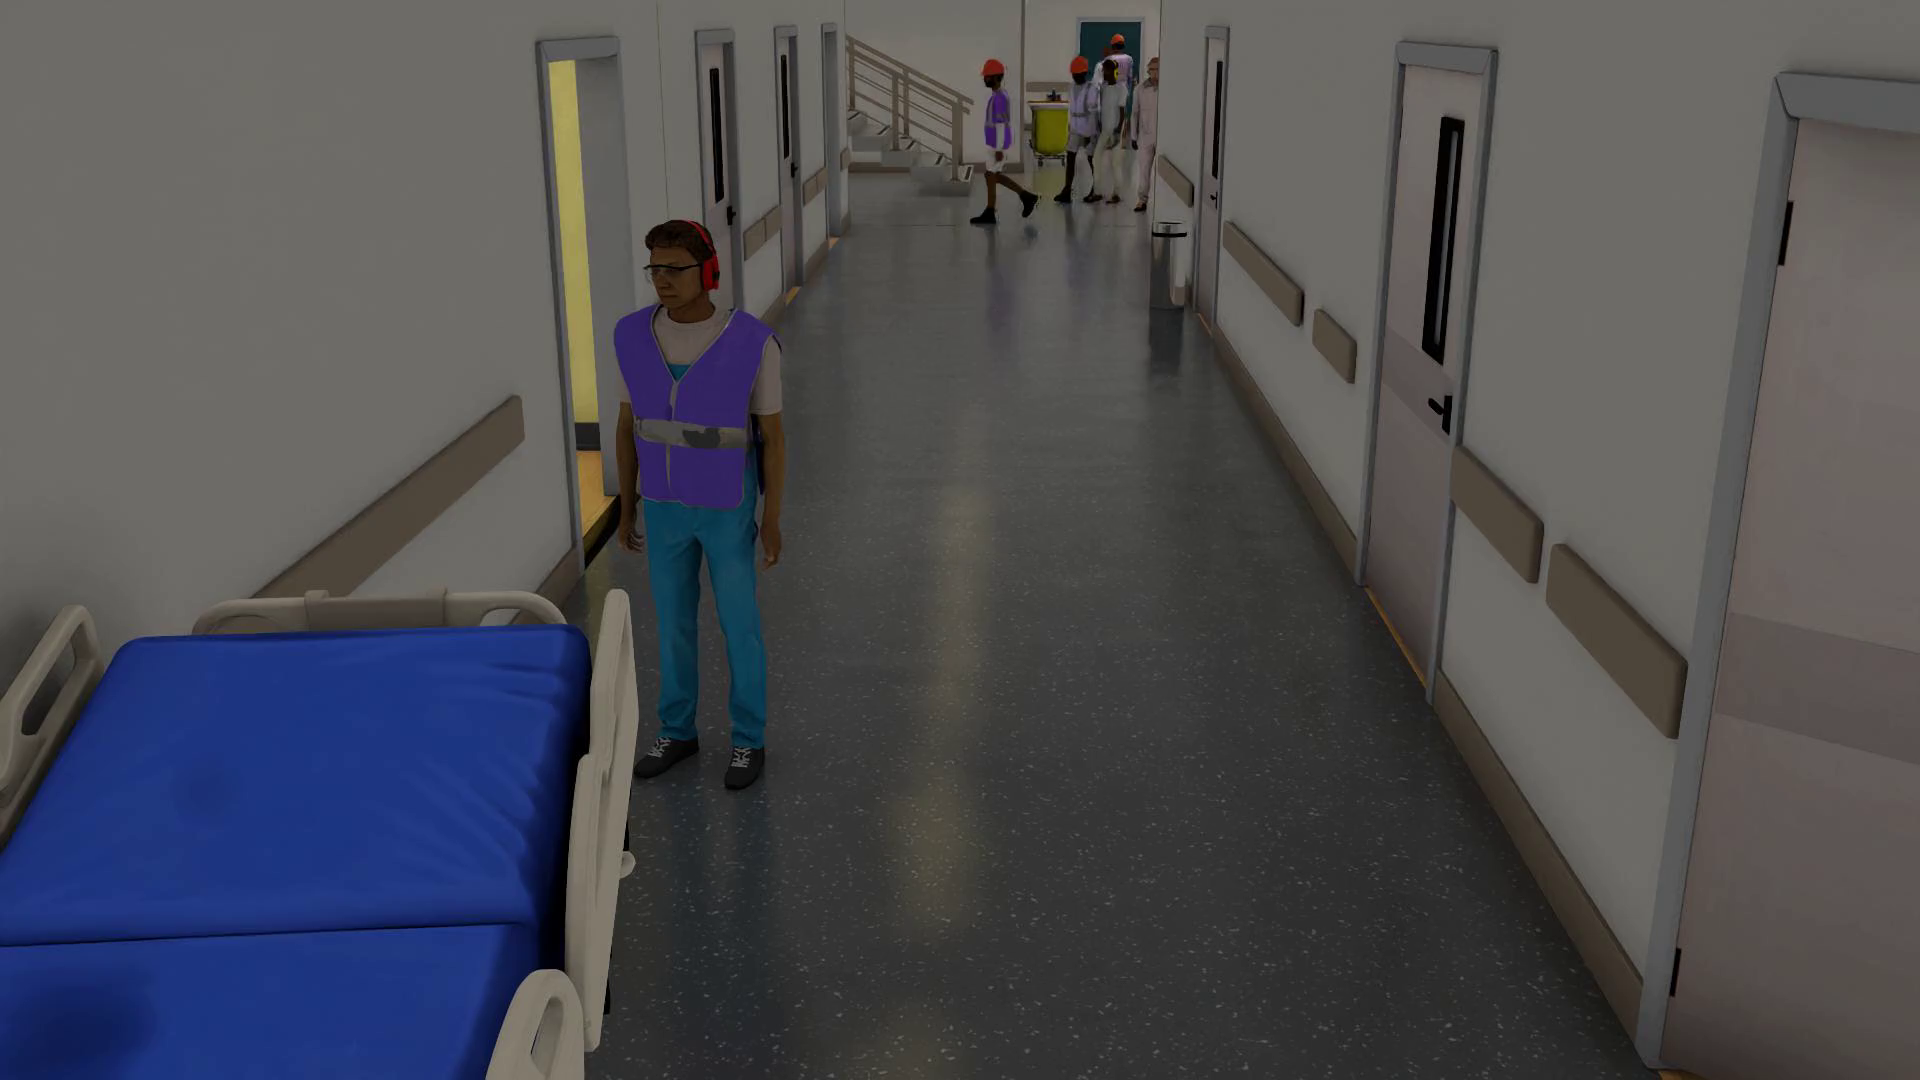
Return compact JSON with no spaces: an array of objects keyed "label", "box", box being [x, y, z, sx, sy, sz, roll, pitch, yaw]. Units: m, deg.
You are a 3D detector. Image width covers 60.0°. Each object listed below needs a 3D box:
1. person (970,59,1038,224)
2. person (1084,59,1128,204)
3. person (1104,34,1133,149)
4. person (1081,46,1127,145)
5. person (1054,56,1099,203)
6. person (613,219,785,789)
[{"label":"person","box":[0.525,-4.704,19.688,0.729,1.914,0.546,0,18,-1]},{"label":"person","box":[1.904,-5.277,21.591,0.508,1.852,0.673,16,23,40]},{"label":"person","box":[2.857,-8.199,30.456,0.615,2.042,0.374,-10,20,-28]},{"label":"person","box":[2.651,-8.349,31.319,1.009,1.814,0.574,6,18,17]},{"label":"person","box":[1.579,-5.379,21.846,0.884,1.880,0.555,-17,24,-42]},{"label":"person","box":[-0.829,-0.107,5.348,0.570,1.843,0.373,5,18,16]}]
